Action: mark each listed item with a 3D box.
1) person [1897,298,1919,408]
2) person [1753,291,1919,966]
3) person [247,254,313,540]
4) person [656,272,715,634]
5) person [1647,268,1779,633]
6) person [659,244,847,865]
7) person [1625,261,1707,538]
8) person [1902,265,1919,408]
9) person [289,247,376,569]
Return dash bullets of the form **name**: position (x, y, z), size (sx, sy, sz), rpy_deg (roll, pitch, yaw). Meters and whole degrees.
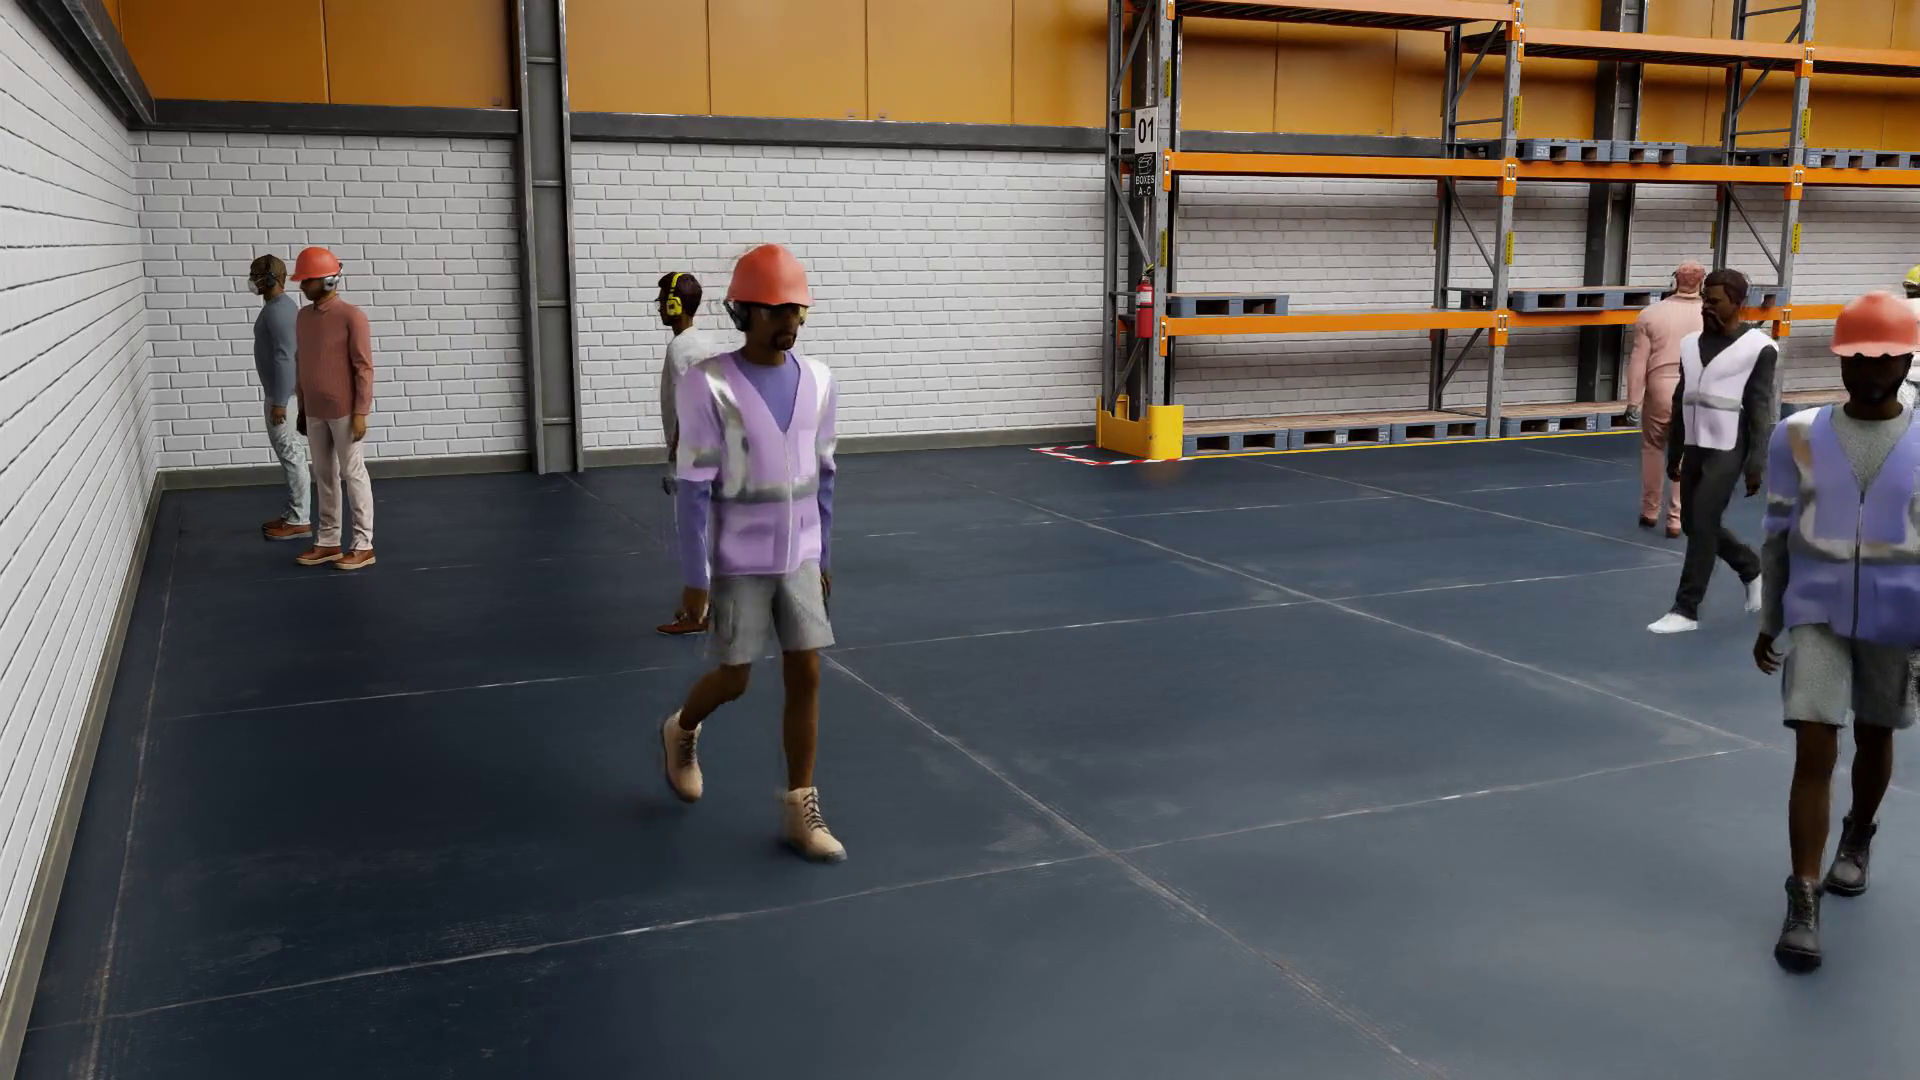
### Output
- **person**: position (7.929, -1.340, 13.682), size (0.598, 1.829, 0.979), rpy_deg (9, 14, 42)
- **person**: position (2.639, 0.219, 4.883), size (0.558, 1.890, 0.976), rpy_deg (6, 12, 31)
- **person**: position (-4.649, -0.975, 11.374), size (0.364, 1.939, 0.636), rpy_deg (-4, 11, -22)
- **person**: position (-1.414, -0.442, 8.601), size (0.312, 1.869, 0.535), rpy_deg (2, 10, 9)
- **person**: position (3.975, -0.466, 8.667), size (0.805, 1.895, 0.601), rpy_deg (-4, 11, -19)
- **person**: position (-0.711, 0.026, 5.590), size (0.621, 2.023, 0.856), rpy_deg (-8, 13, -38)
- **person**: position (5.002, -0.985, 11.577), size (0.679, 1.878, 0.817), rpy_deg (4, 11, 21)
- **person**: position (7.986, -1.389, 13.975), size (0.403, 1.830, 0.599), rpy_deg (-4, 11, -20)
- **person**: position (-3.907, -0.809, 10.318), size (0.608, 1.987, 0.391), rpy_deg (6, 12, 28)
